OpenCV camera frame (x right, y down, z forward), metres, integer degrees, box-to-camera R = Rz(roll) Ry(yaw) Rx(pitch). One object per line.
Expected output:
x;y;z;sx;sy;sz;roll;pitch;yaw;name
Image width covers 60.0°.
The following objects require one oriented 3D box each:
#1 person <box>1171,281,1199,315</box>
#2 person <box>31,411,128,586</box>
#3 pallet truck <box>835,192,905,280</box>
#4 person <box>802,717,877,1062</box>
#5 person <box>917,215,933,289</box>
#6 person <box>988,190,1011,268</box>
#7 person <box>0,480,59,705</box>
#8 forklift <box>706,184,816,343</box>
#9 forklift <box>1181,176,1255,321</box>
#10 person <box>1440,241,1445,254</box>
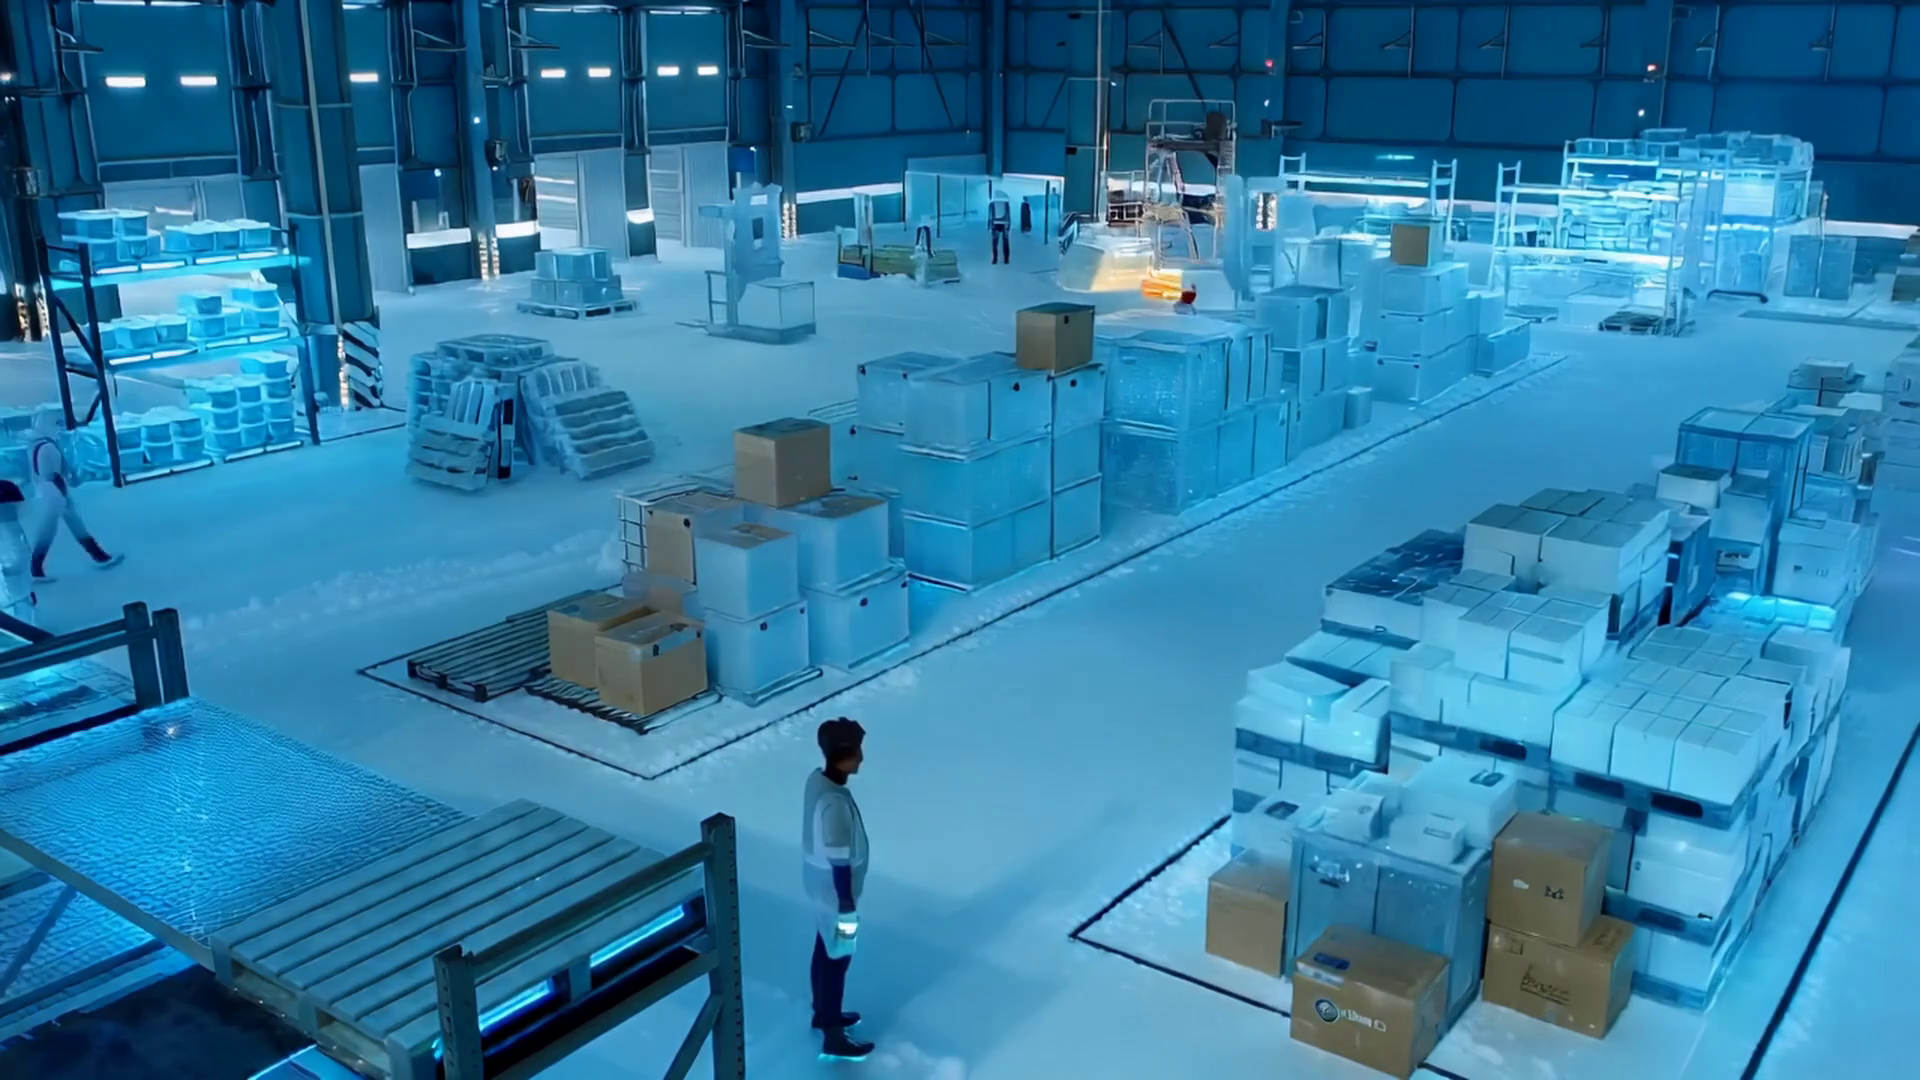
3.407;-2.951;25.168;0.374;1.928;0.542;-6;18;-20;person
-9.231;-0.444;17.098;0.993;1.787;0.546;-10;20;-30;person
-1.936;-7.159;38.982;1.885;1.965;0.823;-12;21;-34;pallet truck
-0.671;1.886;9.086;0.362;1.963;0.614;-5;17;-15;person
-0.809;-6.442;37.219;0.307;1.641;0.514;-8;19;-26;person
0.959;-7.590;40.606;0.573;1.883;0.356;-6;18;-18;person
-7.931;0.430;13.971;0.367;1.927;0.594;-3;17;-11;person
-3.717;-5.181;30.929;1.873;2.768;1.129;12;21;35;forklift
5.314;-5.705;32.664;1.873;2.768;1.129;2;17;8;forklift
8.748;-4.585;30.658;1.037;1.879;0.656;8;18;23;person
